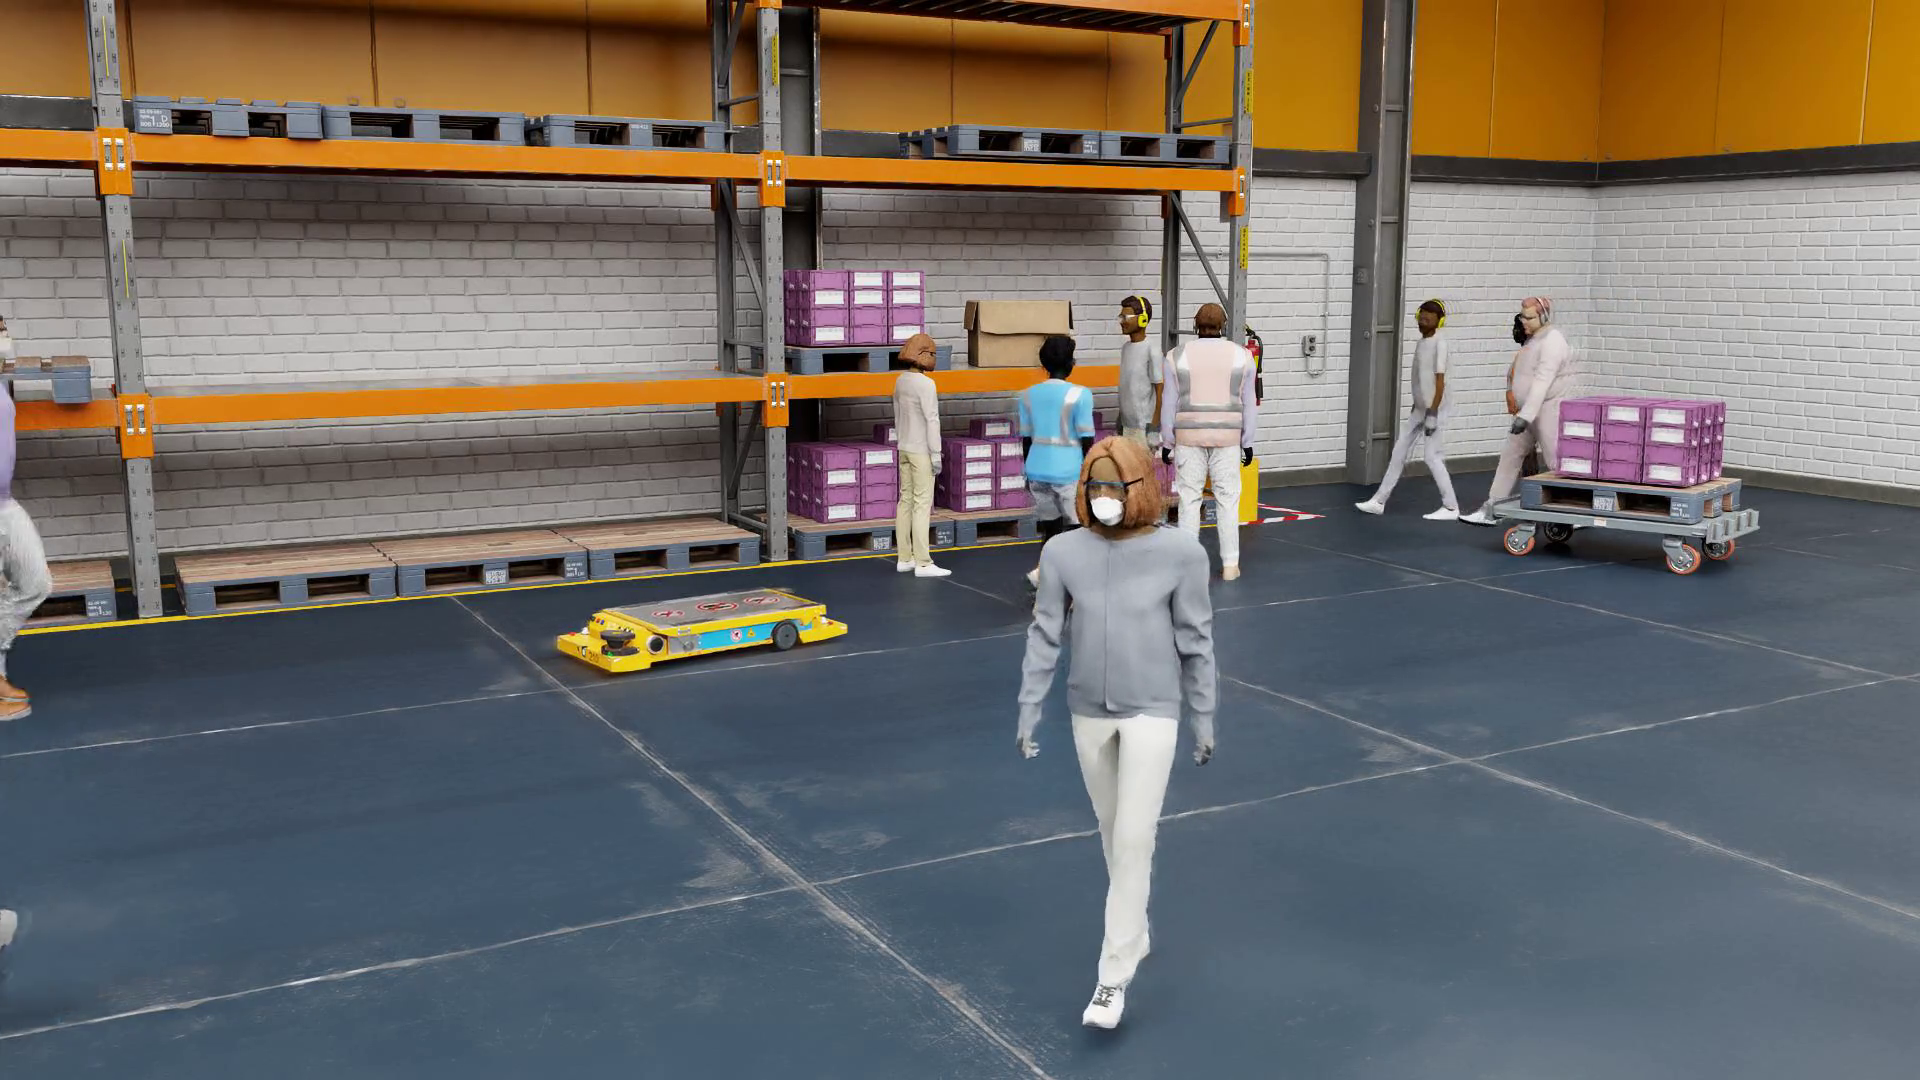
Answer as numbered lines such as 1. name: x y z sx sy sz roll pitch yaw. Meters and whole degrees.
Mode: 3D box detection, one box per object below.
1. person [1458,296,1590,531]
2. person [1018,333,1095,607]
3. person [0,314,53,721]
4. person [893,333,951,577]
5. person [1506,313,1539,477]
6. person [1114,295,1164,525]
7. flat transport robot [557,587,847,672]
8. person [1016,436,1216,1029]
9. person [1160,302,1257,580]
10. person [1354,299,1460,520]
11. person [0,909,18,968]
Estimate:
1. person: 4.519 -0.978 13.040 0.963 1.847 0.631 -1 9 -4
2. person: 0.542 -0.384 9.890 0.538 1.684 0.555 9 13 42
3. person: -4.423 -0.119 7.536 0.455 1.925 0.626 -2 10 -11
4. person: -0.275 -0.570 11.195 0.289 1.632 0.498 -6 11 -31
5. person: 4.792 -1.081 14.112 0.319 1.695 0.538 5 10 27
6. person: 1.262 -0.803 11.888 0.336 1.873 0.521 -4 10 -24
7. flat transport robot: -1.385 0.465 9.024 1.431 0.197 0.652 -7 12 -37
8. person: 0.402 0.520 4.624 0.532 1.596 0.787 5 10 27
9. person: 1.644 -0.649 11.038 0.633 1.841 0.429 1 9 4
10. person: 3.747 -1.058 13.659 0.793 1.816 0.573 -1 9 -8
11. person: -2.728 0.498 4.159 0.593 1.809 0.625 6 11 31
